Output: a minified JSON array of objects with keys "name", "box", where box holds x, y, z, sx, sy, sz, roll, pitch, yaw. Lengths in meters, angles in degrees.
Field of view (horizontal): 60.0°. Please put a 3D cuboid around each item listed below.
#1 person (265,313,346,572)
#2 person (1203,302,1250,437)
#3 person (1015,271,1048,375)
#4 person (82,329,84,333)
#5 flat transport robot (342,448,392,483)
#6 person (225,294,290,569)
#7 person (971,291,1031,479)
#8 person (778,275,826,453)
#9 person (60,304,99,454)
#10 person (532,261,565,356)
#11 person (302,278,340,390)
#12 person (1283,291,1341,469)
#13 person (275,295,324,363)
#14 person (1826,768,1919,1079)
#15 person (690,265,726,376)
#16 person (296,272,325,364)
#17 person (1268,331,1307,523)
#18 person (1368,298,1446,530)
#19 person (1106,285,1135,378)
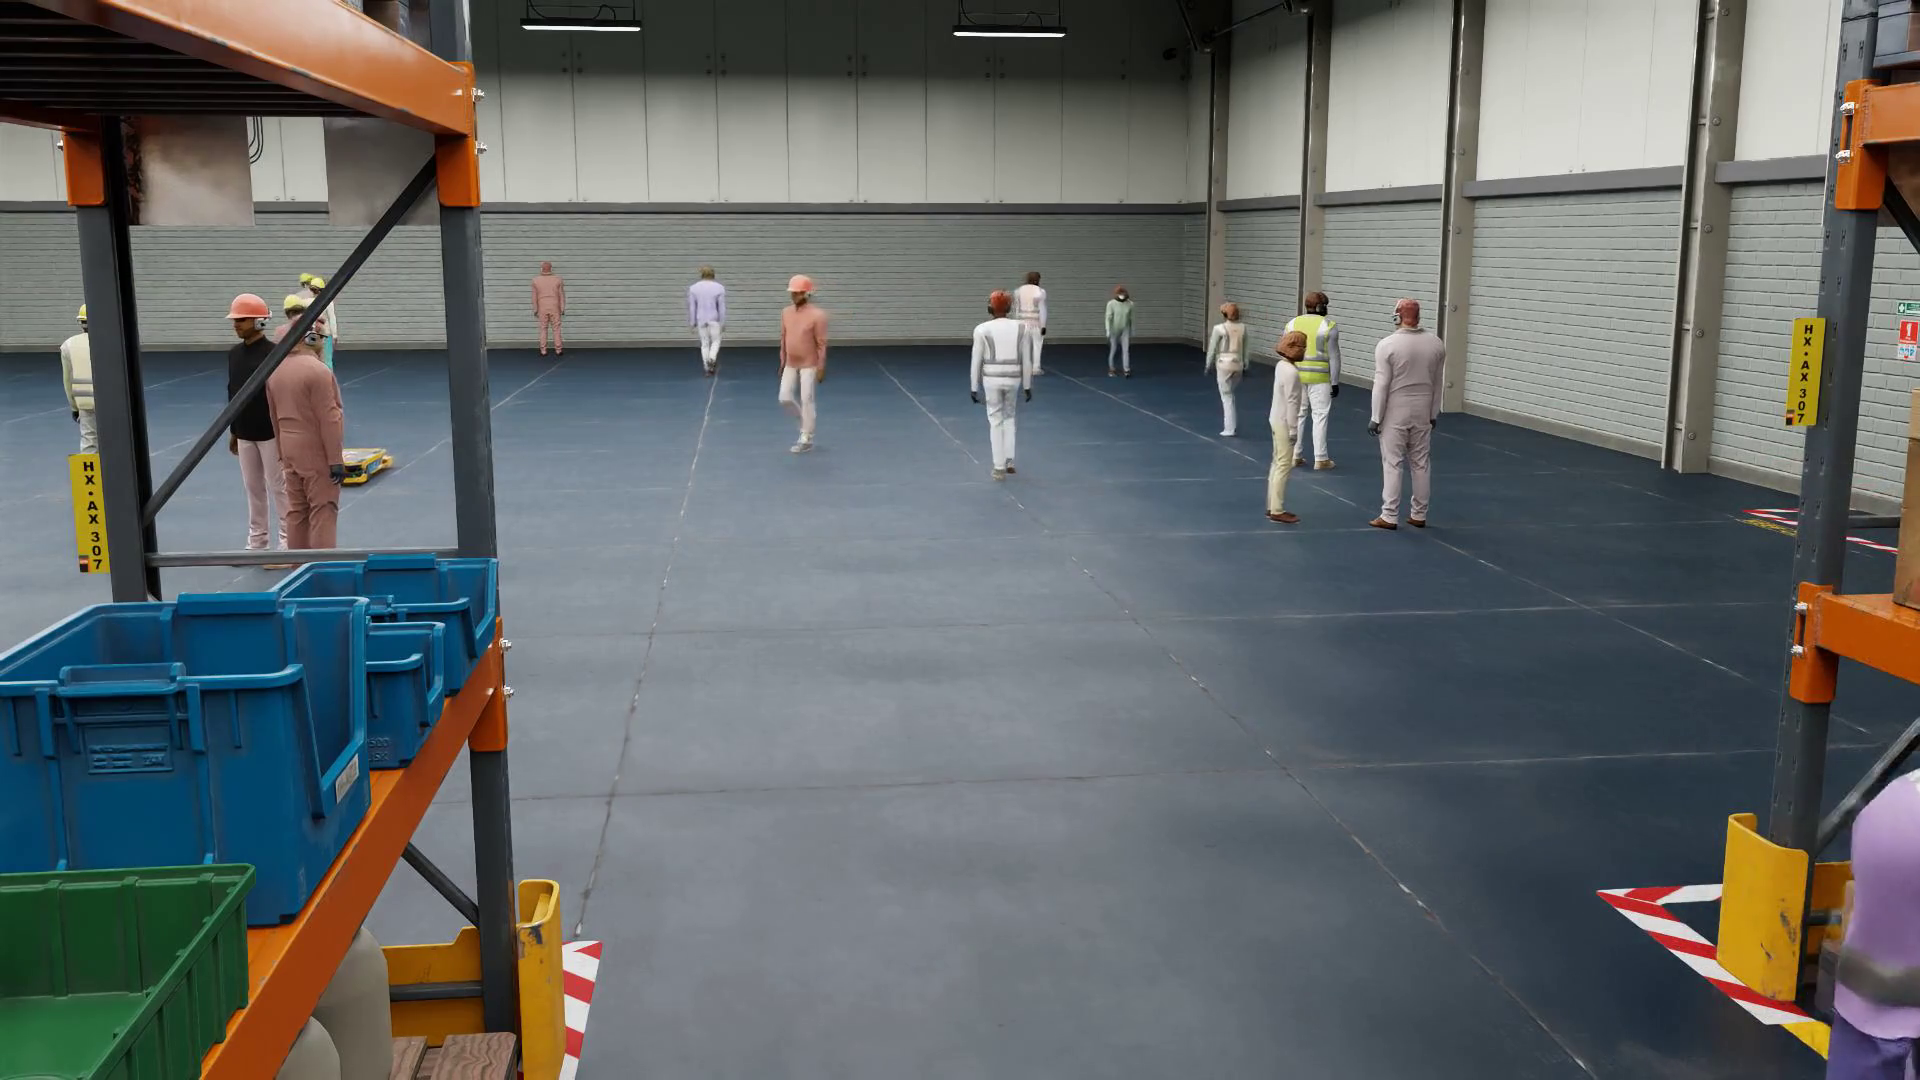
[{"name":"person","box":[-4.311,-0.558,11.122,0.636,1.902,0.405,7,13,36]},{"name":"person","box":[3.221,-2.064,20.131,0.517,1.619,0.502,-6,12,-30]},{"name":"person","box":[1.225,-3.743,28.788,0.638,1.821,0.636,7,12,33]},{"name":"person","box":[-12.187,-2.795,23.551,0.600,1.836,0.404,7,13,35]},{"name":"flat transport robot","box":[-6.180,-0.751,16.645,0.652,0.197,1.431,-1,10,-6]},{"name":"person","box":[-5.091,-0.783,12.085,0.610,1.996,0.378,5,12,26]},{"name":"person","box":[0.396,-1.547,16.611,0.614,1.869,0.452,-3,11,-17]},{"name":"person","box":[-1.771,-1.963,18.583,0.638,1.984,0.441,7,12,32]},{"name":"person","box":[-7.757,-1.235,15.010,0.591,1.834,0.404,2,11,10]},{"name":"person","box":[-8.332,-4.680,33.717,0.677,1.905,0.403,-2,10,-8]},{"name":"person","box":[-10.012,-3.209,26.021,0.533,1.767,0.326,0,10,-2]},{"name":"person","box":[3.675,-1.657,17.310,0.633,1.839,0.429,9,14,40]},{"name":"person","box":[-7.678,-1.947,19.184,0.870,1.721,0.551,8,13,37]},{"name":"person","box":[1.589,0.952,2.520,0.615,2.029,0.601,-1,10,-4]},{"name":"person","box":[-4.353,-3.778,28.709,0.633,1.924,0.528,1,10,6]},{"name":"person","box":[-11.973,-4.061,30.712,0.645,1.747,0.535,9,14,41]},{"name":"person","box":[2.767,-0.954,14.053,0.291,1.622,0.509,0,10,0]},{"name":"person","box":[3.656,-1.034,13.720,0.638,1.906,0.407,-3,11,-18]},{"name":"person","box":[2.747,-3.559,28.445,0.540,1.583,0.879,-1,10,-7]}]
